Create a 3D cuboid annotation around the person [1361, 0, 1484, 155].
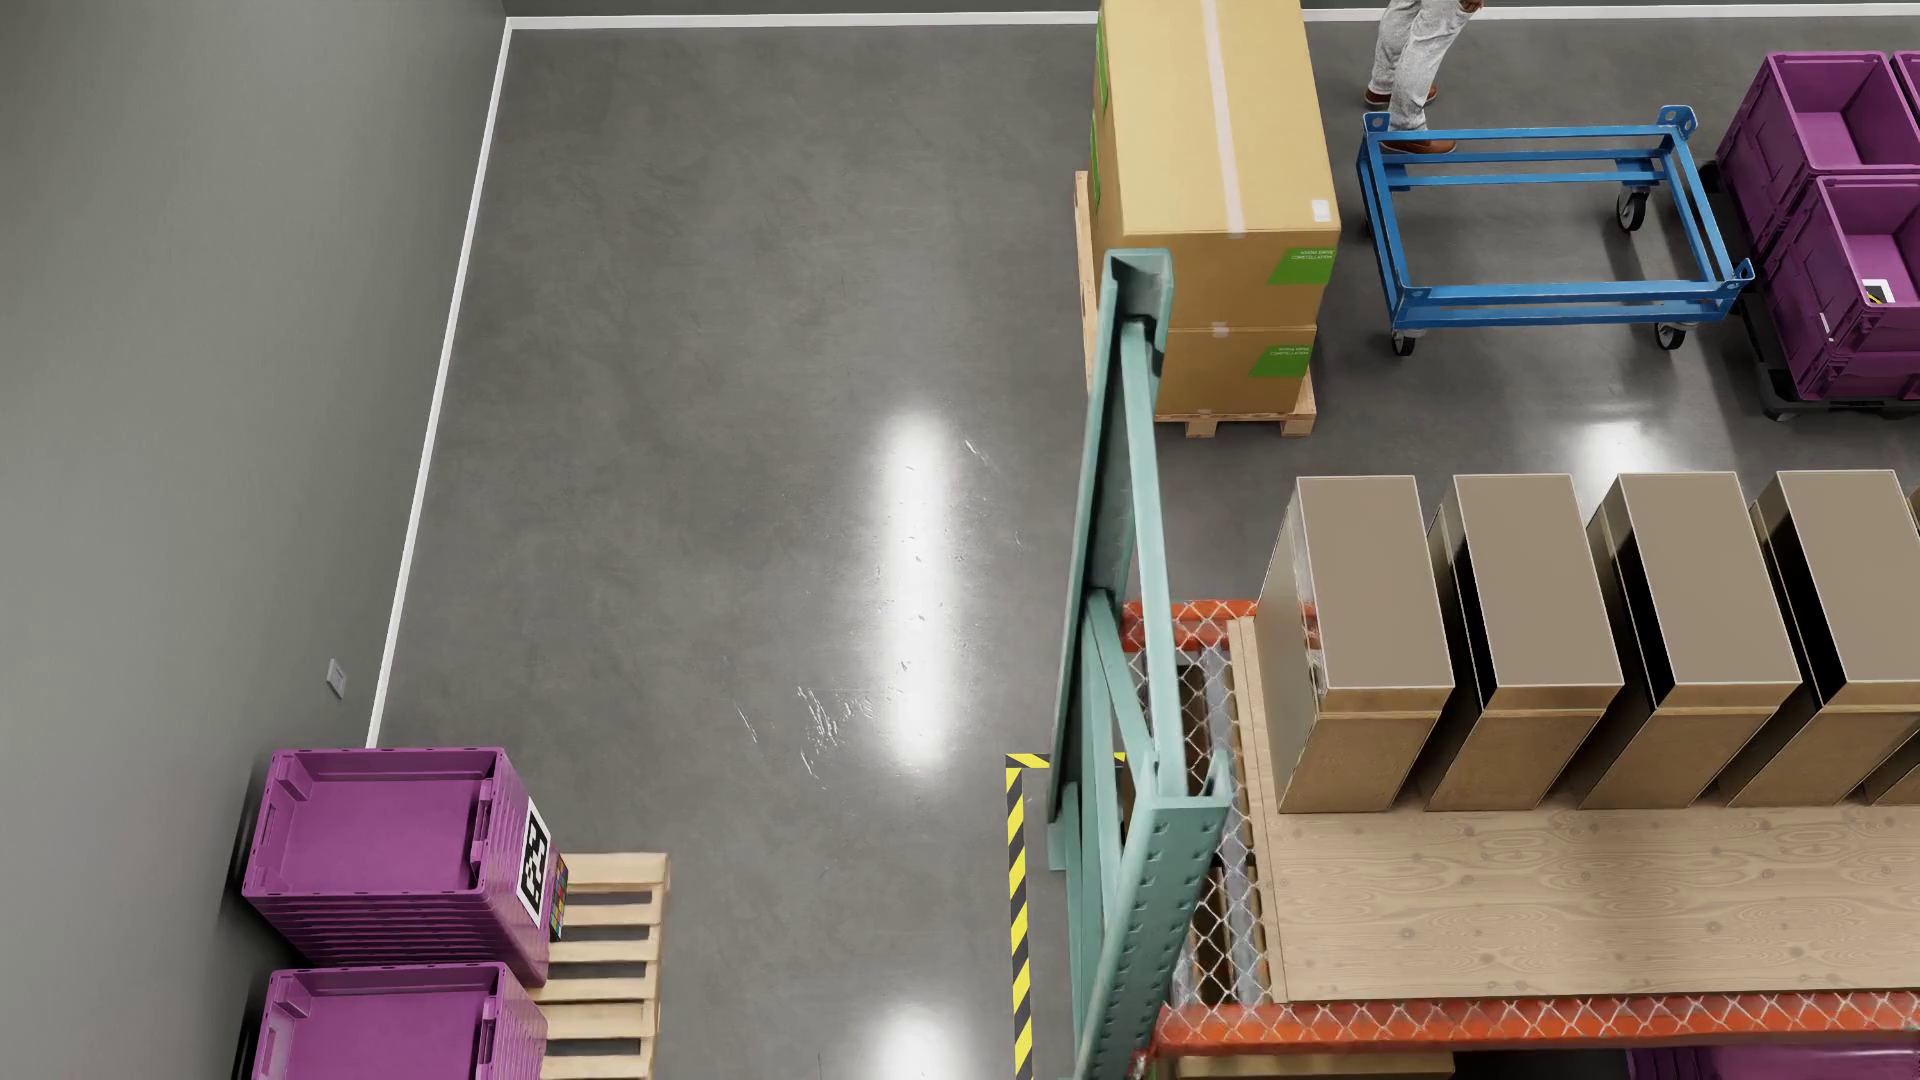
[{"bbox_3d":[1.828,-2.236,6.073,0.358,1.938,0.636,-3,58,-2],"label":"person"}]
